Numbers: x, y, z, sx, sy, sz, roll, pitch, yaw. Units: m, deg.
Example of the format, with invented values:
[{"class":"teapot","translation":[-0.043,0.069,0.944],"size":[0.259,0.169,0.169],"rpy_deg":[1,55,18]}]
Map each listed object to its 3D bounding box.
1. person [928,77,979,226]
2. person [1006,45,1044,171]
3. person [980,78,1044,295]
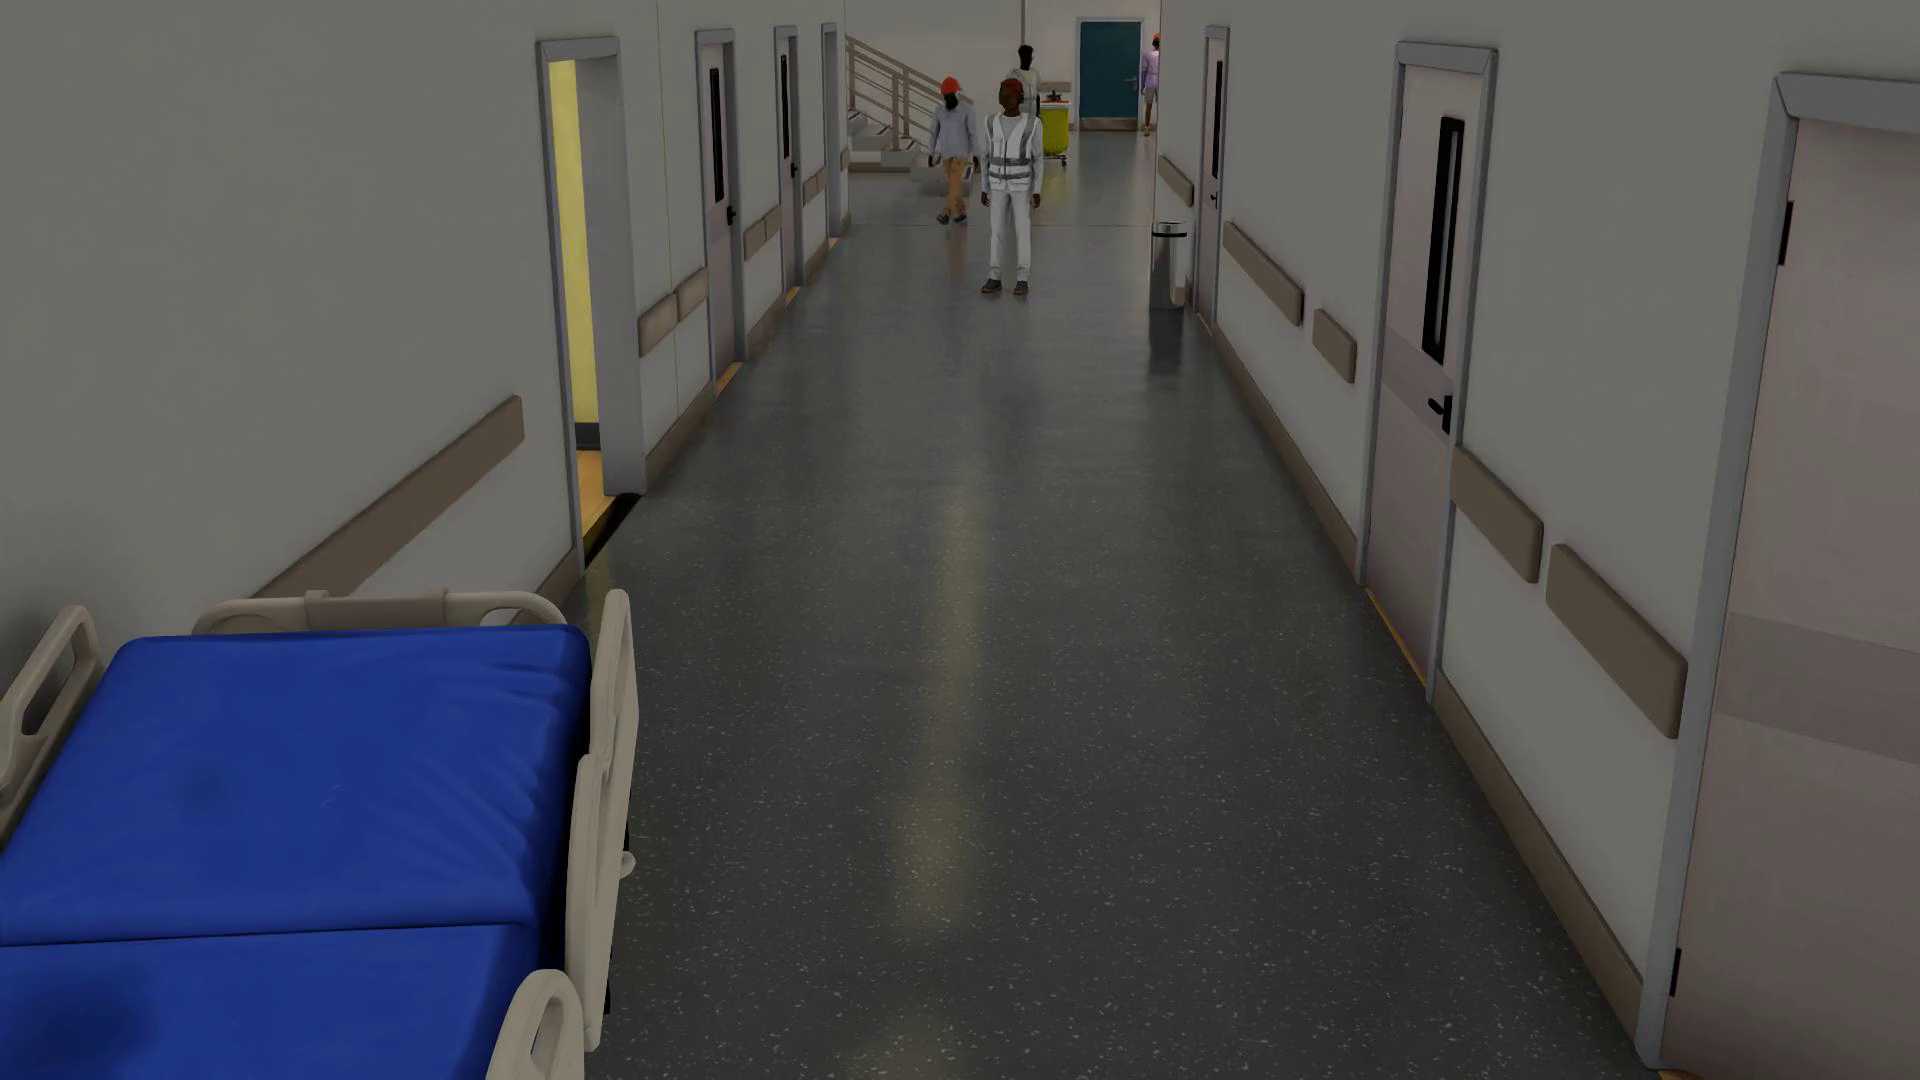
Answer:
[{"class":"person","translation":[-0.116,-4.564,19.594],"size":[0.578,1.697,0.930],"rpy_deg":[10,20,29]},{"class":"person","translation":[0.988,-6.480,25.193],"size":[0.654,1.959,0.393],"rpy_deg":[-10,20,-30]},{"class":"person","translation":[0.452,-3.131,14.790],"size":[0.575,1.883,0.362],"rpy_deg":[7,19,21]}]
